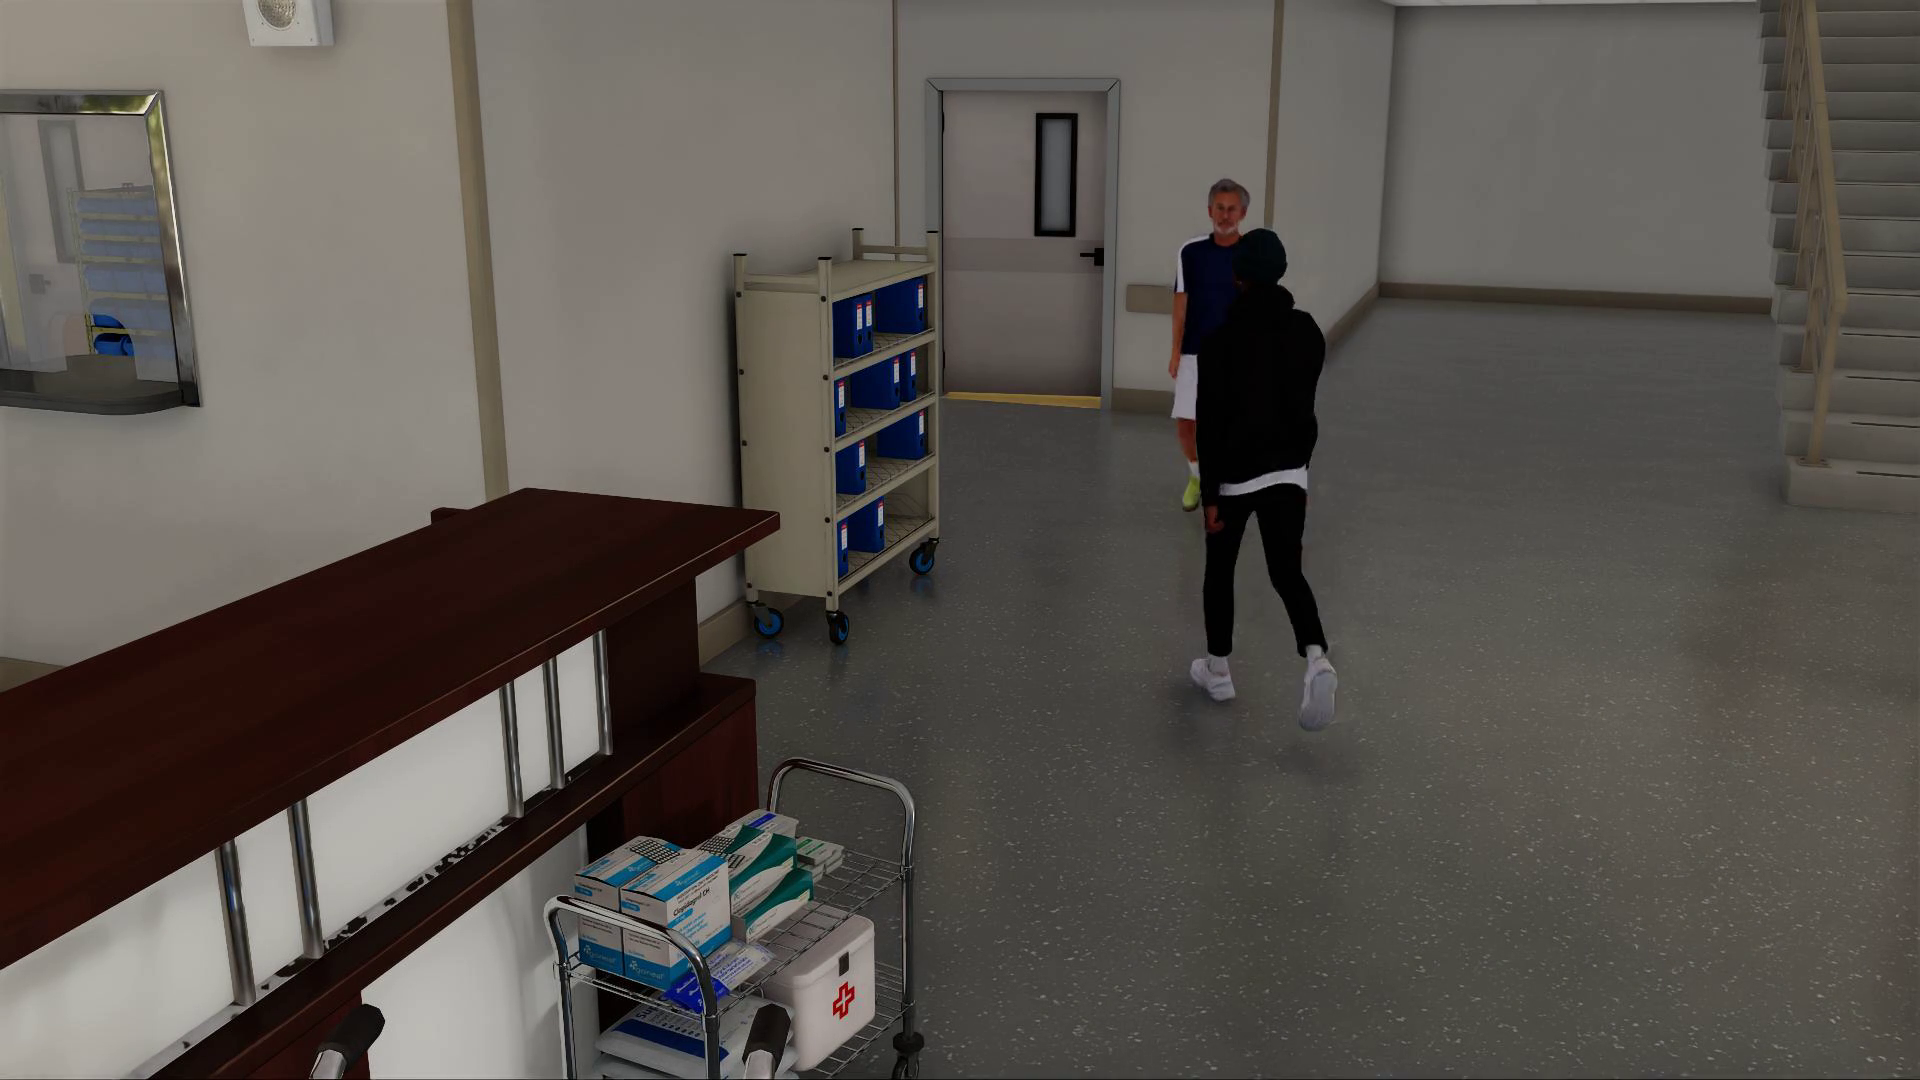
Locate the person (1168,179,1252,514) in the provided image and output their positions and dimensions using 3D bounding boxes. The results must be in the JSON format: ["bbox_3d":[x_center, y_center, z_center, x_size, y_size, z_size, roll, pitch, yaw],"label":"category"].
[{"bbox_3d":[1.350,-0.971,8.702,0.705,1.831,0.742,3,16,12],"label":"person"}]

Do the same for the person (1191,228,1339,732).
[{"bbox_3d":[1.122,-0.196,6.014,1.059,1.798,1.233,-4,16,-14],"label":"person"}]
